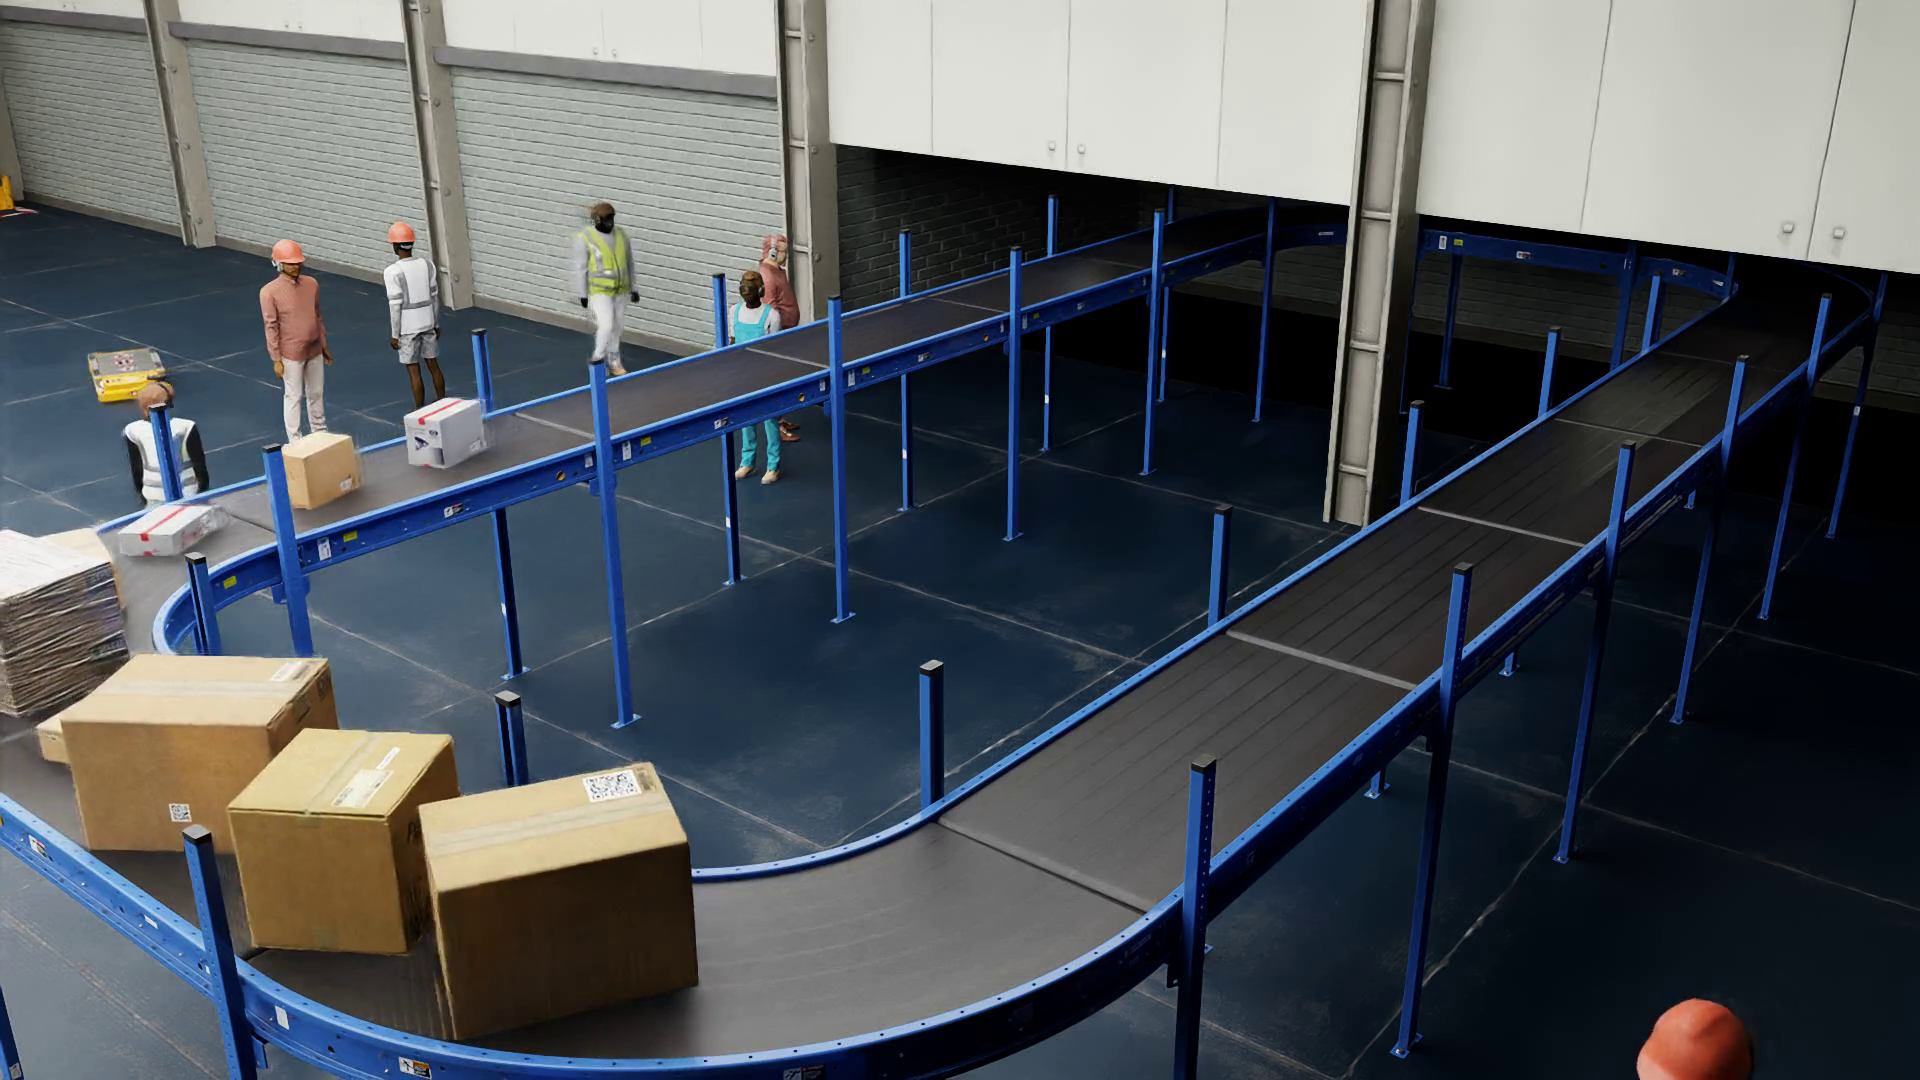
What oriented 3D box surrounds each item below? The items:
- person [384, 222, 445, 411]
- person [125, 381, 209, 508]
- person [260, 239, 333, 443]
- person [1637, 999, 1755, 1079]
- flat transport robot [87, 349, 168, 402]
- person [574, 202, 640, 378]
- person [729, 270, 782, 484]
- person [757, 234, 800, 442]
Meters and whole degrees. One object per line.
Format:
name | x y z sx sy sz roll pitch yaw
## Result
person | -5.162 -2.026 15.695 0.373 1.935 0.552 14 26 32
person | -5.591 -0.359 11.876 0.546 1.612 0.650 -3 22 -7
person | -5.823 -1.667 14.704 0.386 1.992 0.625 11 24 26
person | 2.198 2.171 5.015 1.124 1.947 0.612 -7 23 -18
flat transport robot | -8.603 -1.731 17.186 0.652 0.197 1.431 -12 24 -27
person | -3.638 -2.588 17.269 0.447 1.828 0.626 19 28 39
person | -1.751 -1.390 14.201 0.512 1.846 0.340 9 23 22
person | -1.675 -1.869 15.335 0.411 1.909 0.643 -2 22 -4
